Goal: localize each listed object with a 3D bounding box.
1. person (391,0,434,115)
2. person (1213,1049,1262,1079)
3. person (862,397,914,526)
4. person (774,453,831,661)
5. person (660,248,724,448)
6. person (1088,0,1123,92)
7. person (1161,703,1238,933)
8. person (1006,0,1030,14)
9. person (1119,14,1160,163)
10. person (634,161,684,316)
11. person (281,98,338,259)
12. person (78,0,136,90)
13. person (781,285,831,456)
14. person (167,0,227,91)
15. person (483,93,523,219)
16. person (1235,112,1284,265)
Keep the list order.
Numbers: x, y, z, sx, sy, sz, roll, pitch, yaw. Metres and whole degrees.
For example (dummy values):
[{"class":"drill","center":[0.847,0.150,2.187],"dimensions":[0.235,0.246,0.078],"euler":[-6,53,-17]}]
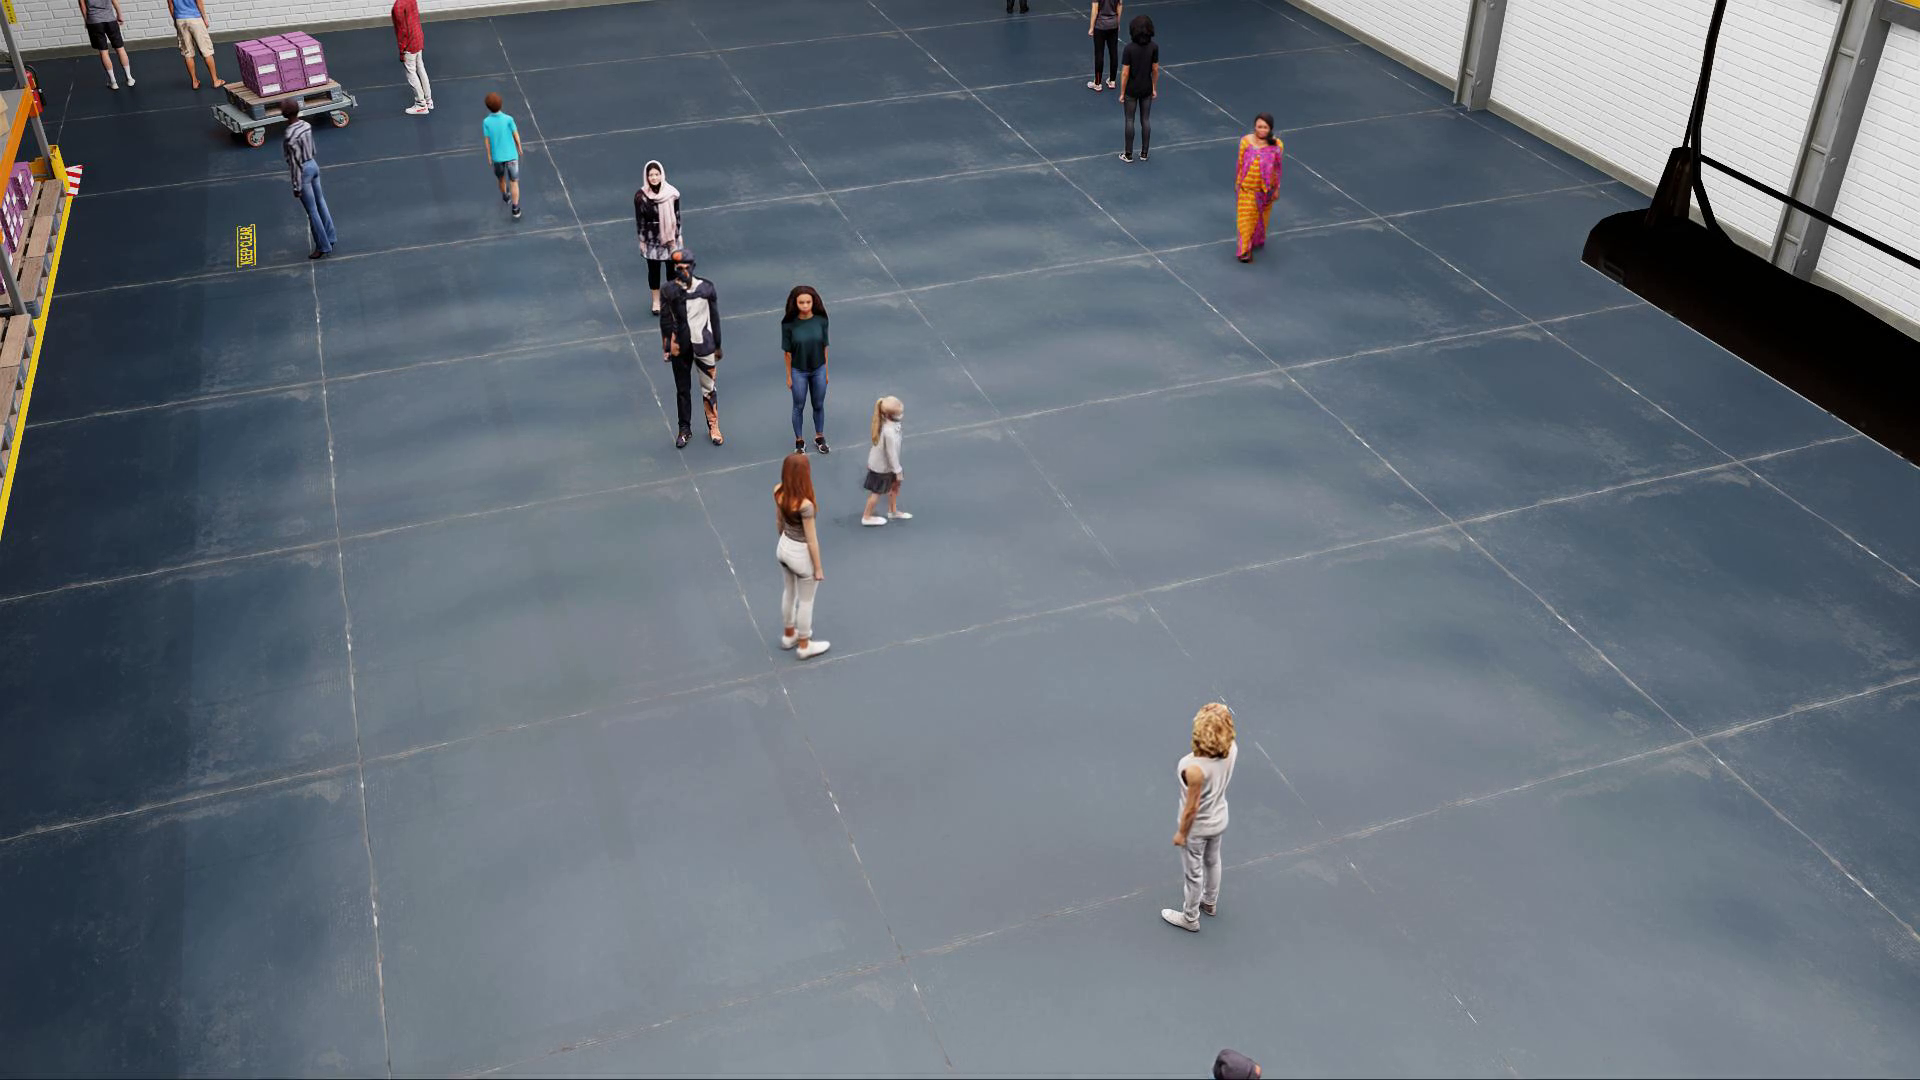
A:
[{"class":"person","center":[-7.392,-6.676,22.366],"dimensions":[0.820,1.820,0.701],"euler":[6,34,9]},{"class":"person","center":[1.203,3.016,7.807],"dimensions":[0.755,1.794,0.626],"euler":[4,34,5]},{"class":"person","center":[-0.678,-0.648,13.816],"dimensions":[0.680,1.244,0.666],"euler":[-6,34,-8]},{"class":"person","center":[-1.203,0.120,12.232],"dimensions":[0.721,1.718,0.590],"euler":[-28,43,-35]},{"class":"person","center":[-2.384,-1.724,14.851],"dimensions":[0.737,1.891,0.677],"euler":[-4,34,-5]},{"class":"person","center":[2.030,-7.161,23.146],"dimensions":[0.655,1.764,0.552],"euler":[-14,36,-21]},{"class":"person","center":[1.461,1.658,9.961],"dimensions":[0.686,1.671,0.680],"euler":[27,42,34]},{"class":"person","center":[0.905,-9.264,26.273],"dimensions":[0.748,1.805,0.710],"euler":[3,34,5]},{"class":"person","center":[2.234,-5.654,20.813],"dimensions":[0.664,1.835,0.562],"euler":[-7,34,-10]},{"class":"person","center":[-3.103,-3.147,17.221],"dimensions":[0.623,1.637,0.613],"euler":[-12,36,-18]},{"class":"person","center":[-7.208,-3.999,18.360],"dimensions":[0.753,1.796,0.609],"euler":[3,34,4]},{"class":"person","center":[-11.966,-7.253,23.187],"dimensions":[0.712,1.871,0.635],"euler":[-21,39,-28]},{"class":"person","center":[-1.356,-1.514,14.783],"dimensions":[0.597,1.617,0.591],"euler":[-10,35,-14]},{"class":"person","center":[-10.750,-7.247,23.186],"dimensions":[0.689,1.862,0.611],"euler":[-5,34,-8]},{"class":"person","center":[-5.312,-4.465,19.408],"dimensions":[0.663,1.411,1.004],"euler":[-5,34,-7]},{"class":"person","center":[3.309,-3.963,18.421],"dimensions":[1.025,1.668,1.240],"euler":[5,34,8]}]
